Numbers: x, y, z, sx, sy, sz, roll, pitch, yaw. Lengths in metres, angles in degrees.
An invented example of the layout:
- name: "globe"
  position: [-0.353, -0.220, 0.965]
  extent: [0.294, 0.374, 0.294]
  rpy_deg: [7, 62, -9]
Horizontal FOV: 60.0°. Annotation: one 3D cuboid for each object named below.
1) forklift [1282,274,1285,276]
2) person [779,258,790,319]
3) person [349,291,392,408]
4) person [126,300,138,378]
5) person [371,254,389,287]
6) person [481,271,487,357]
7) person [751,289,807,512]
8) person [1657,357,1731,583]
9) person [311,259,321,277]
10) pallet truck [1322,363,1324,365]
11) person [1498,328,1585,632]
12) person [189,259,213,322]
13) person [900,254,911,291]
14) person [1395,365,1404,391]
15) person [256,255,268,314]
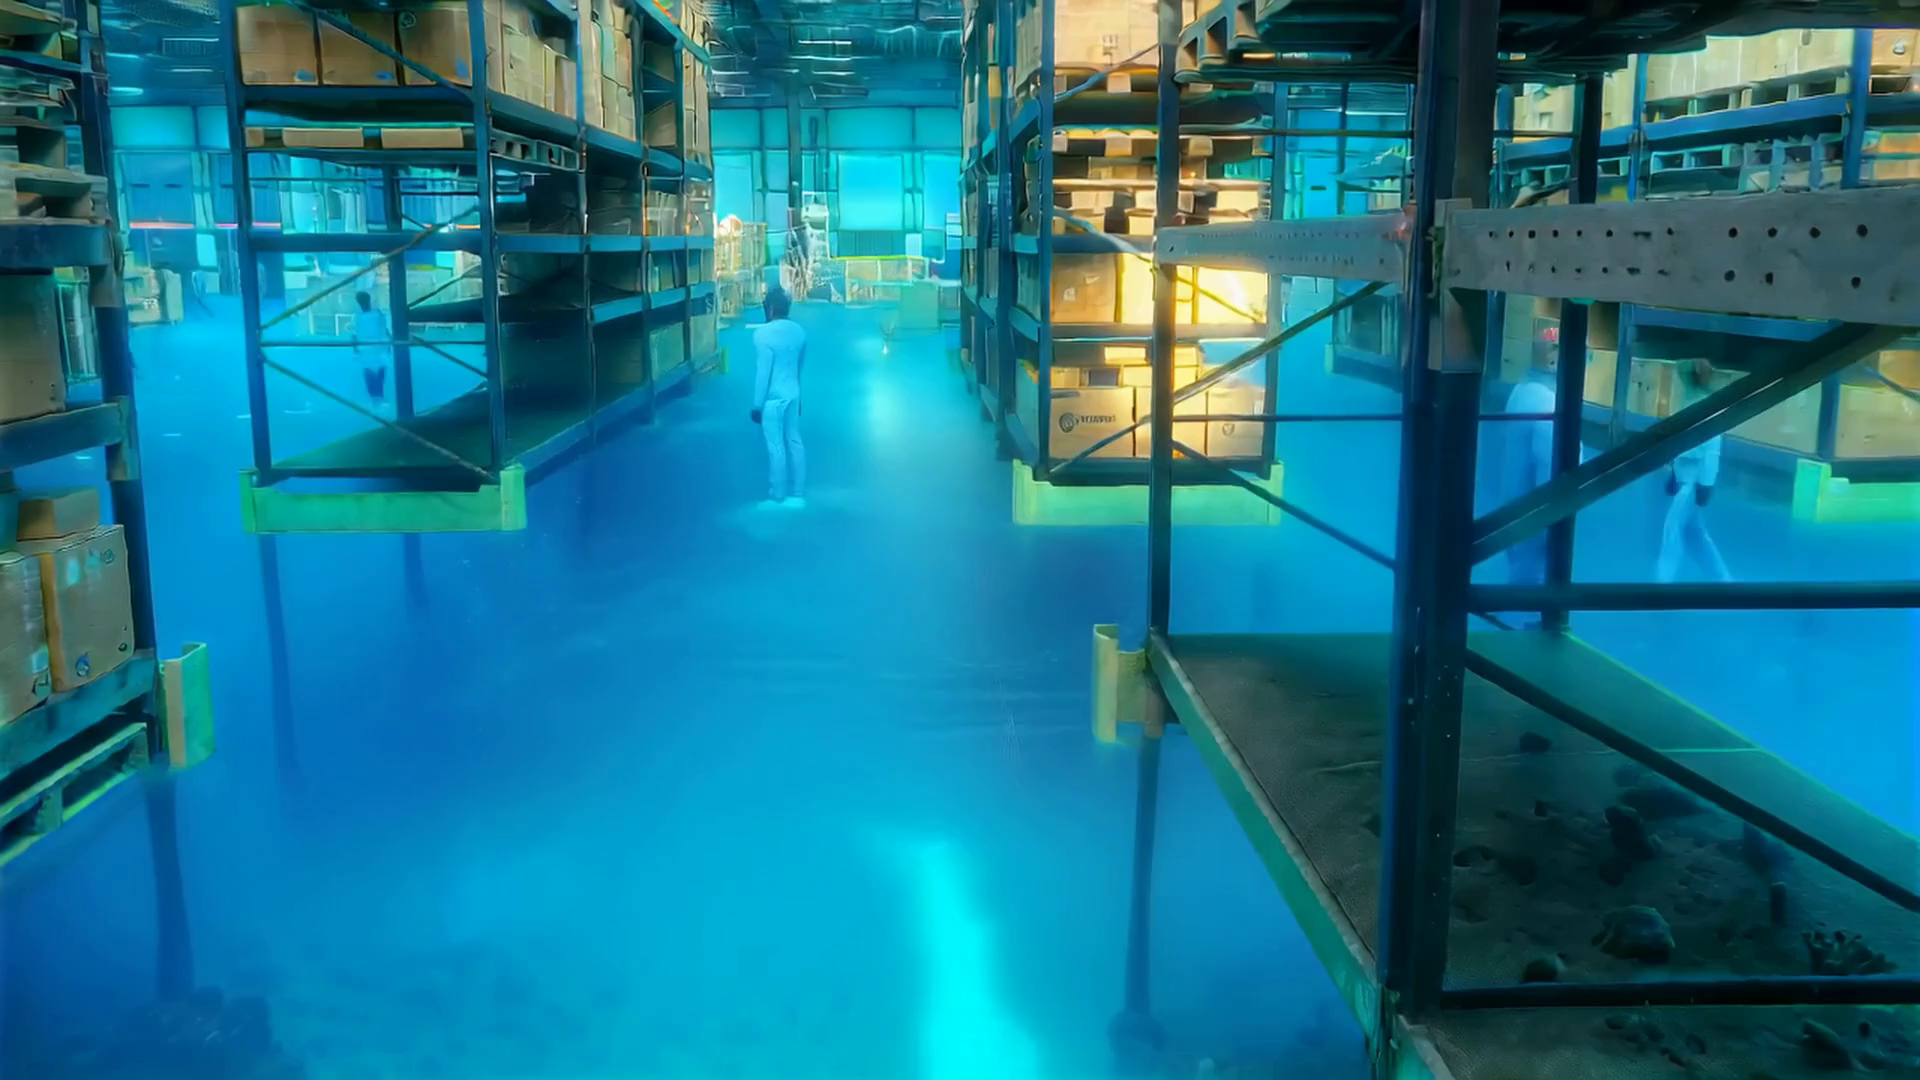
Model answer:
- name: "forklift"
  position: [12.240, -10.302, 62.509]
  extent: [1.129, 2.768, 1.873]
  rpy_deg: [0, 10, -2]
- name: "person"
  position: [-5.326, -7.599, 50.338]
  extent: [0.336, 1.844, 0.510]
  rpy_deg: [-4, 11, -22]
- name: "person"
  position: [-8.390, -2.710, 23.618]
  extent: [0.591, 1.658, 0.560]
  rpy_deg: [-8, 13, -37]
- name: "person"
  position: [-14.198, -3.513, 28.047]
  extent: [0.612, 1.683, 0.538]
  rpy_deg: [8, 13, 39]
- name: "person"
  position: [-21.230, -9.504, 60.835]
  extent: [0.585, 1.892, 0.905]
  rpy_deg: [-9, 13, -40]
- name: "person"
  position: [-9.542, -4.691, 33.795]
  extent: [0.367, 1.967, 0.602]
  rpy_deg: [-7, 13, -36]
- name: "person"
  position: [-1.579, -1.213, 14.500]
  extent: [0.354, 1.937, 0.635]
  rpy_deg: [7, 12, 35]
- name: "person"
  position: [4.766, -0.386, 10.806]
  extent: [0.675, 1.610, 0.530]
  rpy_deg: [2, 10, 12]
- name: "person"
  position: [-23.553, -9.419, 60.887]
  extent: [0.319, 1.697, 0.533]
  rpy_deg: [-1, 10, -6]
- name: "pallet truck"
  position: [7.712, -4.157, 30.737]
  extent: [1.885, 1.965, 0.823]
  rpy_deg: [3, 11, 16]
- name: "person"
  position: [3.034, -0.148, 8.665]
  extent: [0.403, 1.904, 0.651]
  rpy_deg: [1, 10, 7]
- name: "person"
  position: [-22.187, -7.270, 48.524]
  extent: [0.708, 1.842, 0.527]
  rpy_deg: [3, 11, 14]
- name: "person"
  position: [-2.061, -10.253, 65.104]
  extent: [0.915, 1.845, 0.591]
  rpy_deg: [-1, 10, -8]
- name: "person"
  position: [4.973, -1.751, 17.625]
  extent: [0.666, 1.889, 0.594]
  rpy_deg: [0, 10, 1]
- name: "person"
  position: [-22.852, -8.322, 54.125]
  extent: [0.636, 1.933, 0.376]
  rpy_deg: [4, 11, 19]
